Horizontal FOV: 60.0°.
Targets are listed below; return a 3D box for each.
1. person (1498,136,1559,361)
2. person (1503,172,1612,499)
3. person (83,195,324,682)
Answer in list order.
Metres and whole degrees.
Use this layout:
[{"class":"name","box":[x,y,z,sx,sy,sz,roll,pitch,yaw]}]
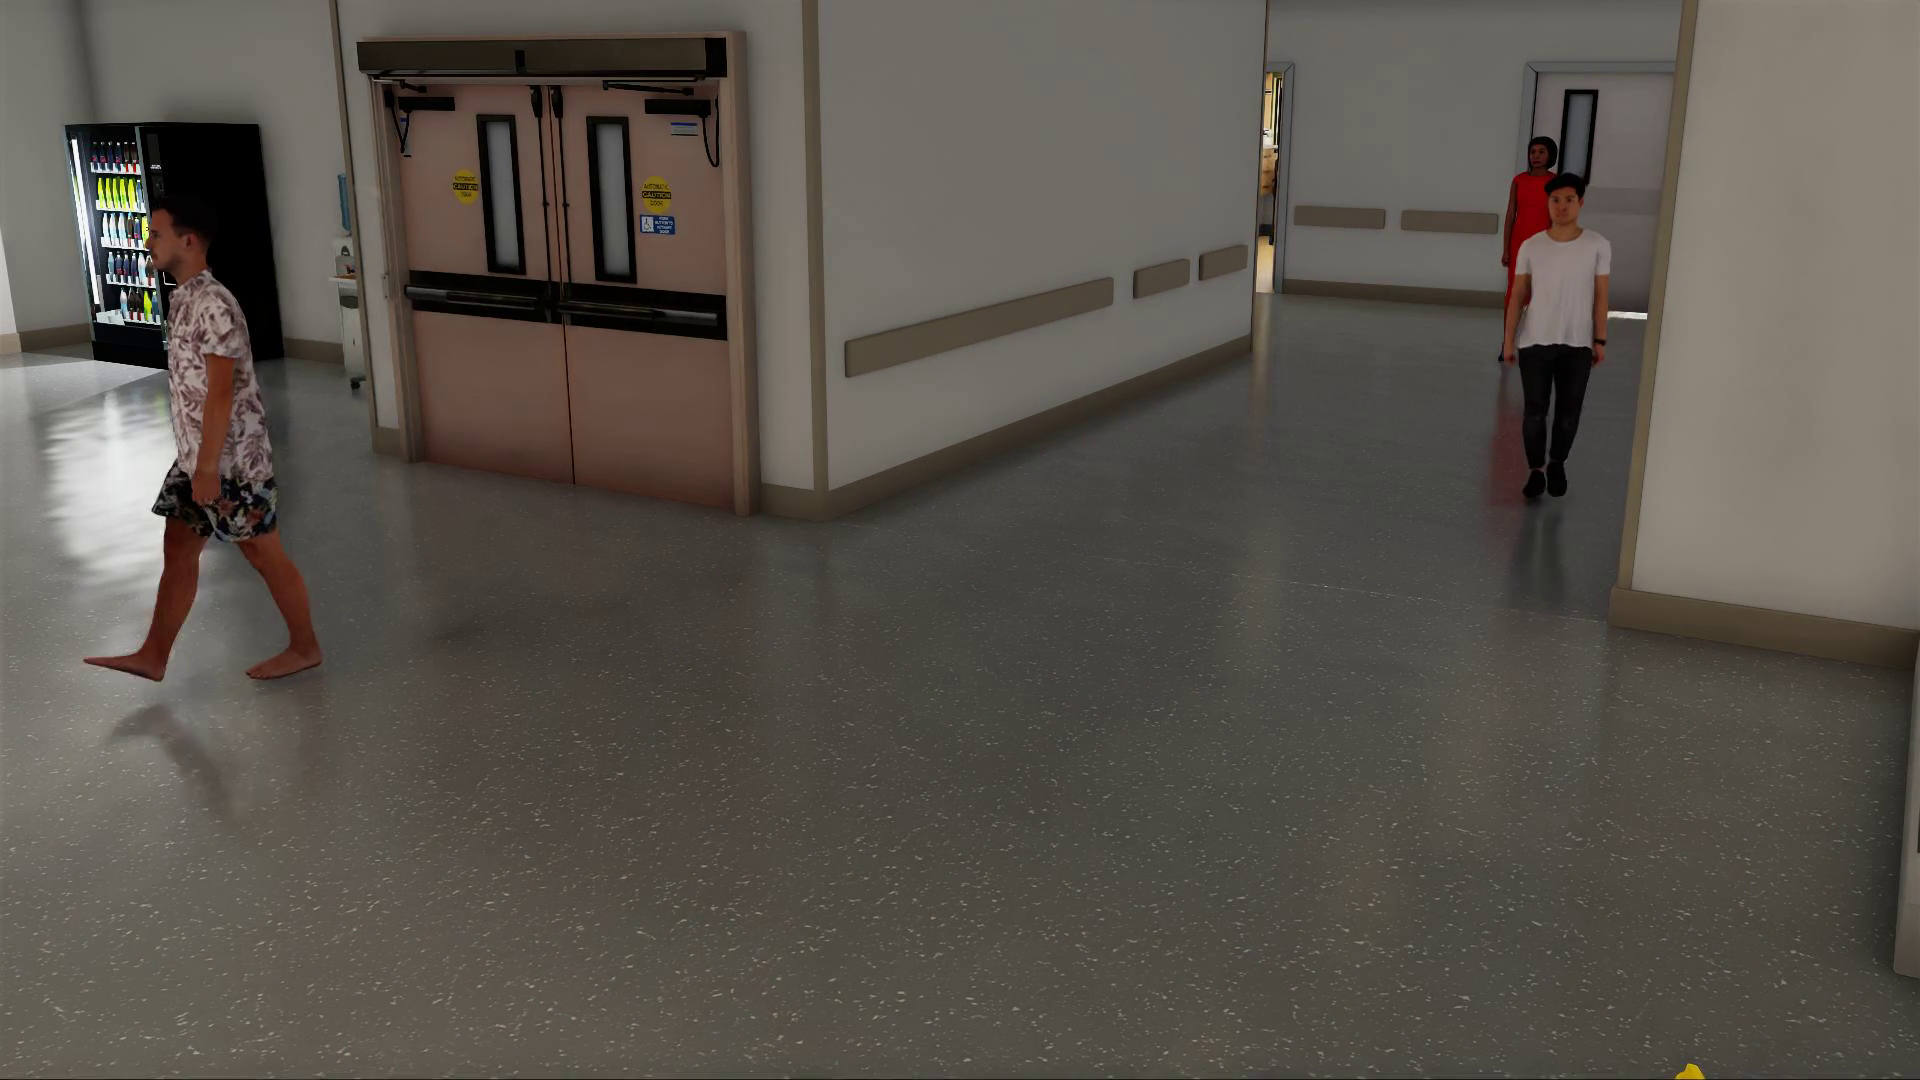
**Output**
[{"class":"person","box":[4.490,-2.281,13.077,0.435,1.744,0.627,8,18,27]},{"class":"person","box":[3.169,-1.075,8.801,0.544,1.712,0.735,7,17,23]},{"class":"person","box":[-2.612,-0.334,6.094,1.001,1.785,1.078,-12,20,-36]}]
